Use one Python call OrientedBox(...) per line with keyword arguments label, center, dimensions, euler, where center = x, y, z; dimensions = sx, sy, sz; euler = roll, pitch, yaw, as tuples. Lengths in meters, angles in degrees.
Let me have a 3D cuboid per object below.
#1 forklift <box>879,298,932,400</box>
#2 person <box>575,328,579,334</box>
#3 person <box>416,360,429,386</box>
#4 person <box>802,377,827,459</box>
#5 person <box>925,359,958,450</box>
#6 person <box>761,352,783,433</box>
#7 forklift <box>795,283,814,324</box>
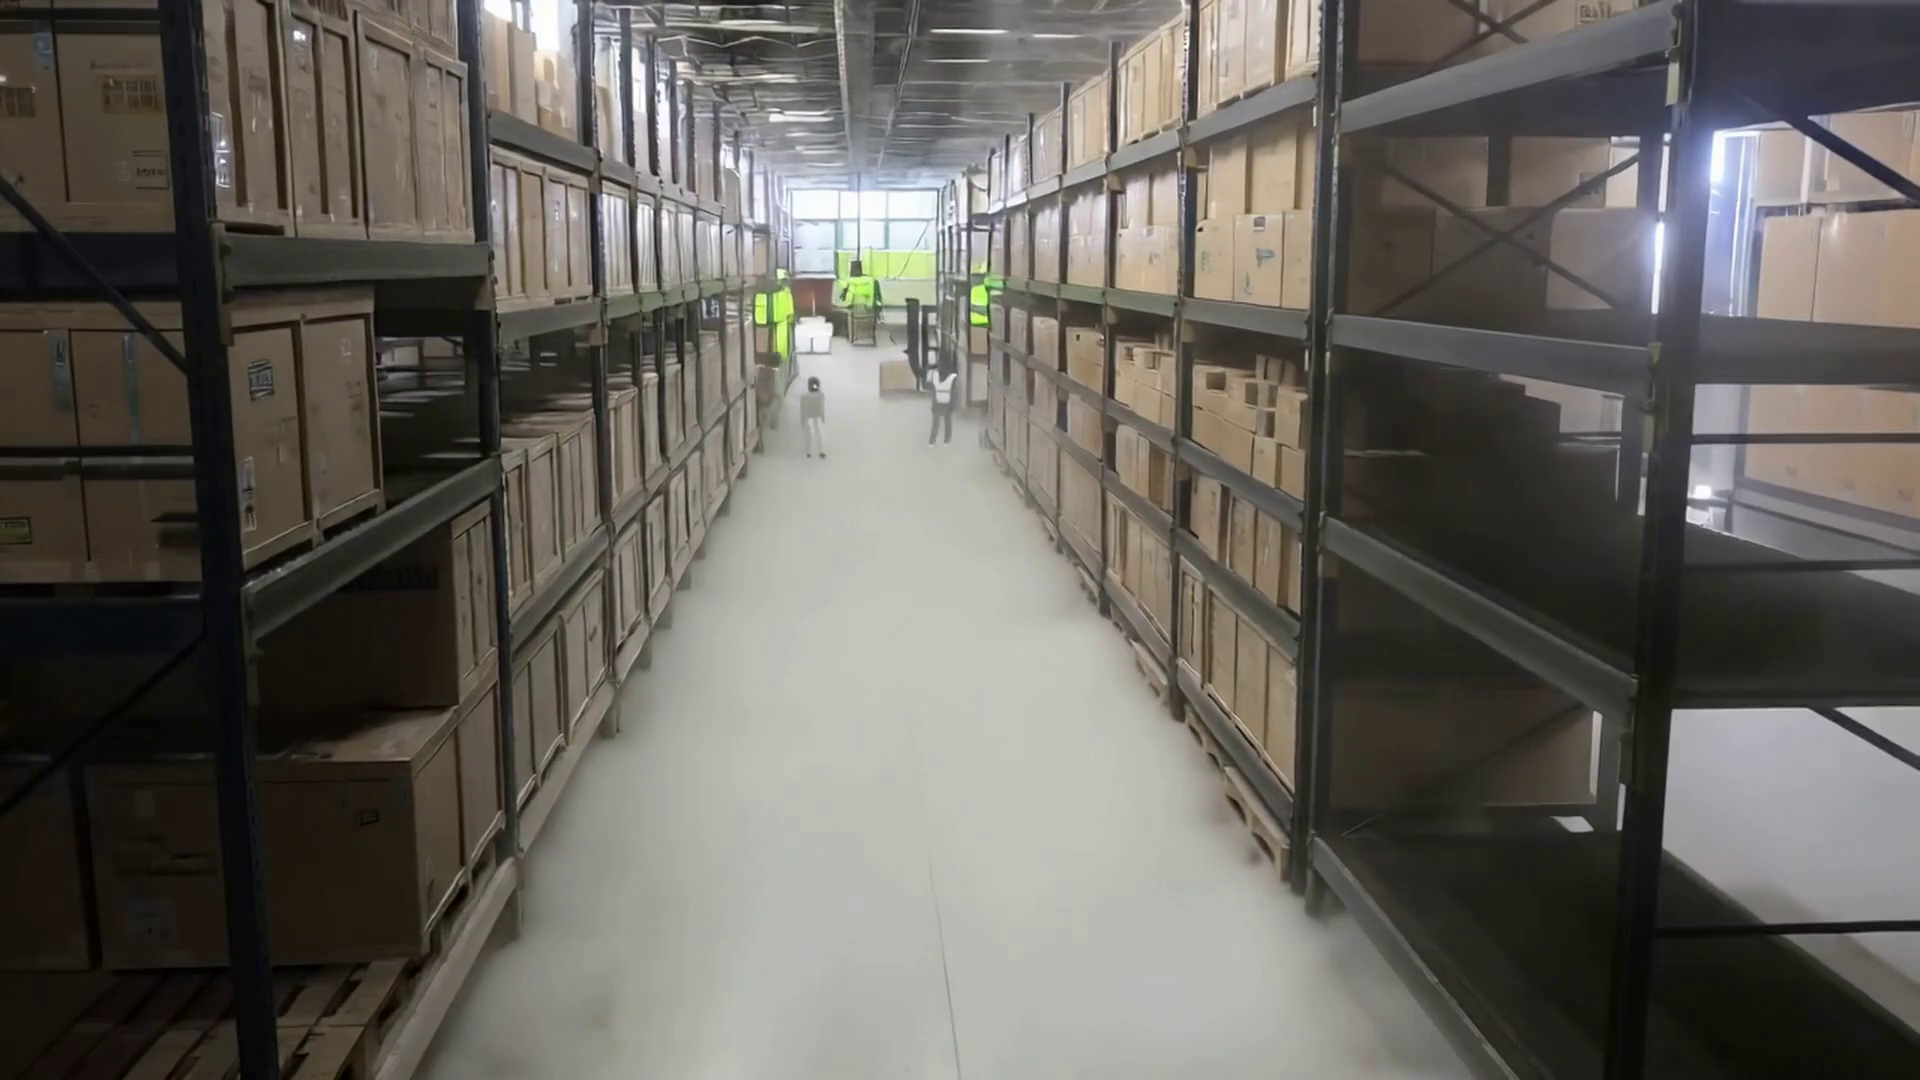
OrientedBox(label="forklift", center=(-1.328, -5.354, 46.452), dimensions=(1.873, 2.768, 1.129), euler=(-1, 10, -3))
OrientedBox(label="person", center=(-10.679, -4.894, 46.200), dimensions=(0.616, 2.041, 0.380), euler=(-5, 11, -30))
OrientedBox(label="person", center=(-12.165, -3.323, 38.062), dimensions=(0.700, 1.609, 0.546), euler=(-2, 10, -12))
OrientedBox(label="person", center=(-2.832, -2.359, 32.368), dimensions=(0.515, 1.607, 0.754), euler=(-5, 11, -27))
OrientedBox(label="person", center=(-0.375, -2.758, 33.952), dimensions=(0.623, 1.868, 0.956), euler=(4, 10, 25))
OrientedBox(label="person", center=(-4.184, -3.296, 37.295), dimensions=(0.441, 1.827, 0.628), euler=(0, 10, 2))
OrientedBox(label="forklift", center=(-7.391, -10.742, 78.637), dimensions=(1.129, 2.768, 1.873), euler=(-1, 10, -4))
